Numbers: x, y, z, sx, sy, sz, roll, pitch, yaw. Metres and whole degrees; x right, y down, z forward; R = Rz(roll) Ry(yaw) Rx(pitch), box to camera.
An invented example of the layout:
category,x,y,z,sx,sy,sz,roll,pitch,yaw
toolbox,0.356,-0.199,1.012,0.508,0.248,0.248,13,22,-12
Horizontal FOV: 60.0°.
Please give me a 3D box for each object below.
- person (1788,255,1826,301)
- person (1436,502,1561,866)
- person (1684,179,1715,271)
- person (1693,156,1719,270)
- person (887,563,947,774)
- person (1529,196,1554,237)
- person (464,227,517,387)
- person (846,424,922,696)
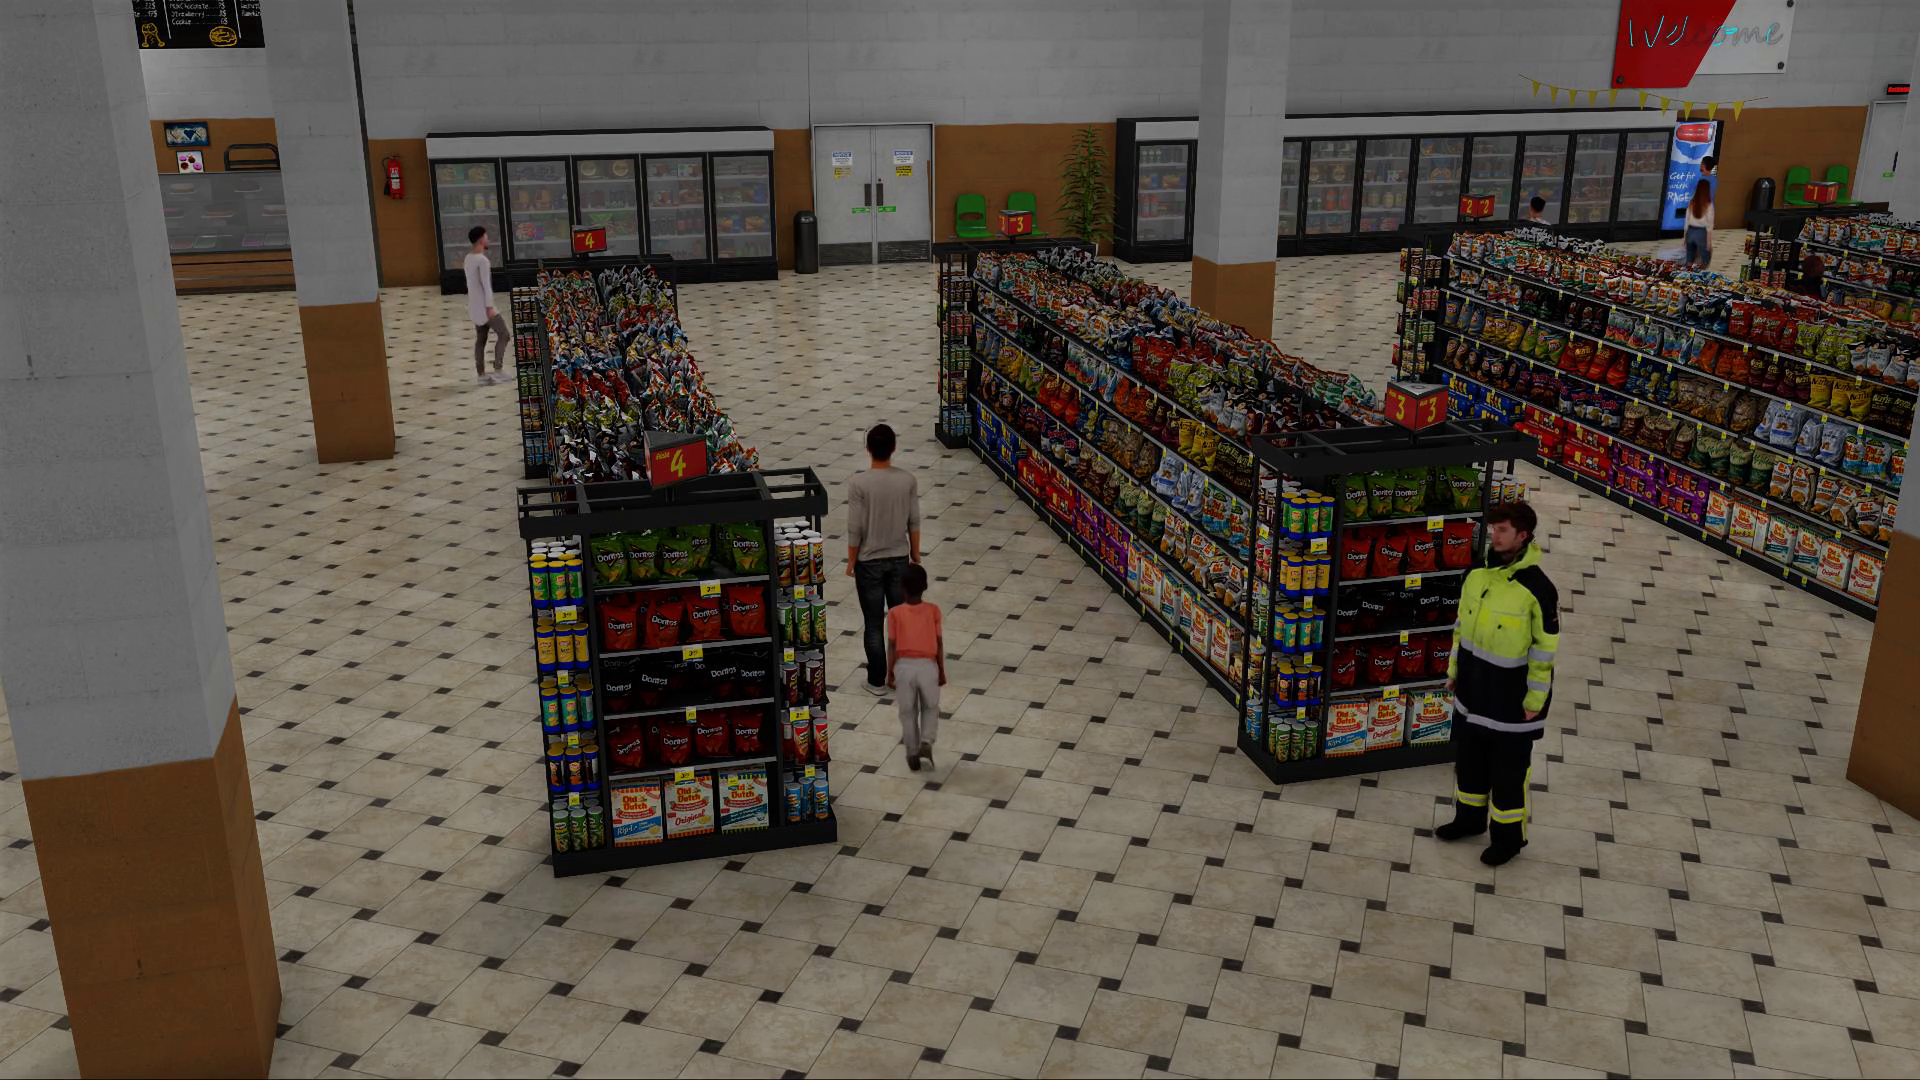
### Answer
category,x,y,z,sx,sy,sz,roll,pitch,yaw
person,8.739,-2.062,17.333,0.819,1.825,0.628,-1,19,-2
person,2.861,0.744,8.777,0.906,1.974,0.704,-13,23,-34
person,10.861,-4.449,24.570,0.764,1.722,0.670,-15,24,-37
person,11.808,-5.151,26.434,0.728,1.863,0.693,-12,22,-32
person,-0.250,0.783,9.714,0.564,1.300,0.677,-1,19,-3
person,7.537,-3.606,21.925,0.666,1.816,0.558,-4,19,-12
person,-5.548,-2.670,19.126,0.872,1.829,0.760,-16,24,-39
person,-0.497,0.128,10.858,0.679,1.811,0.553,-7,20,-19
